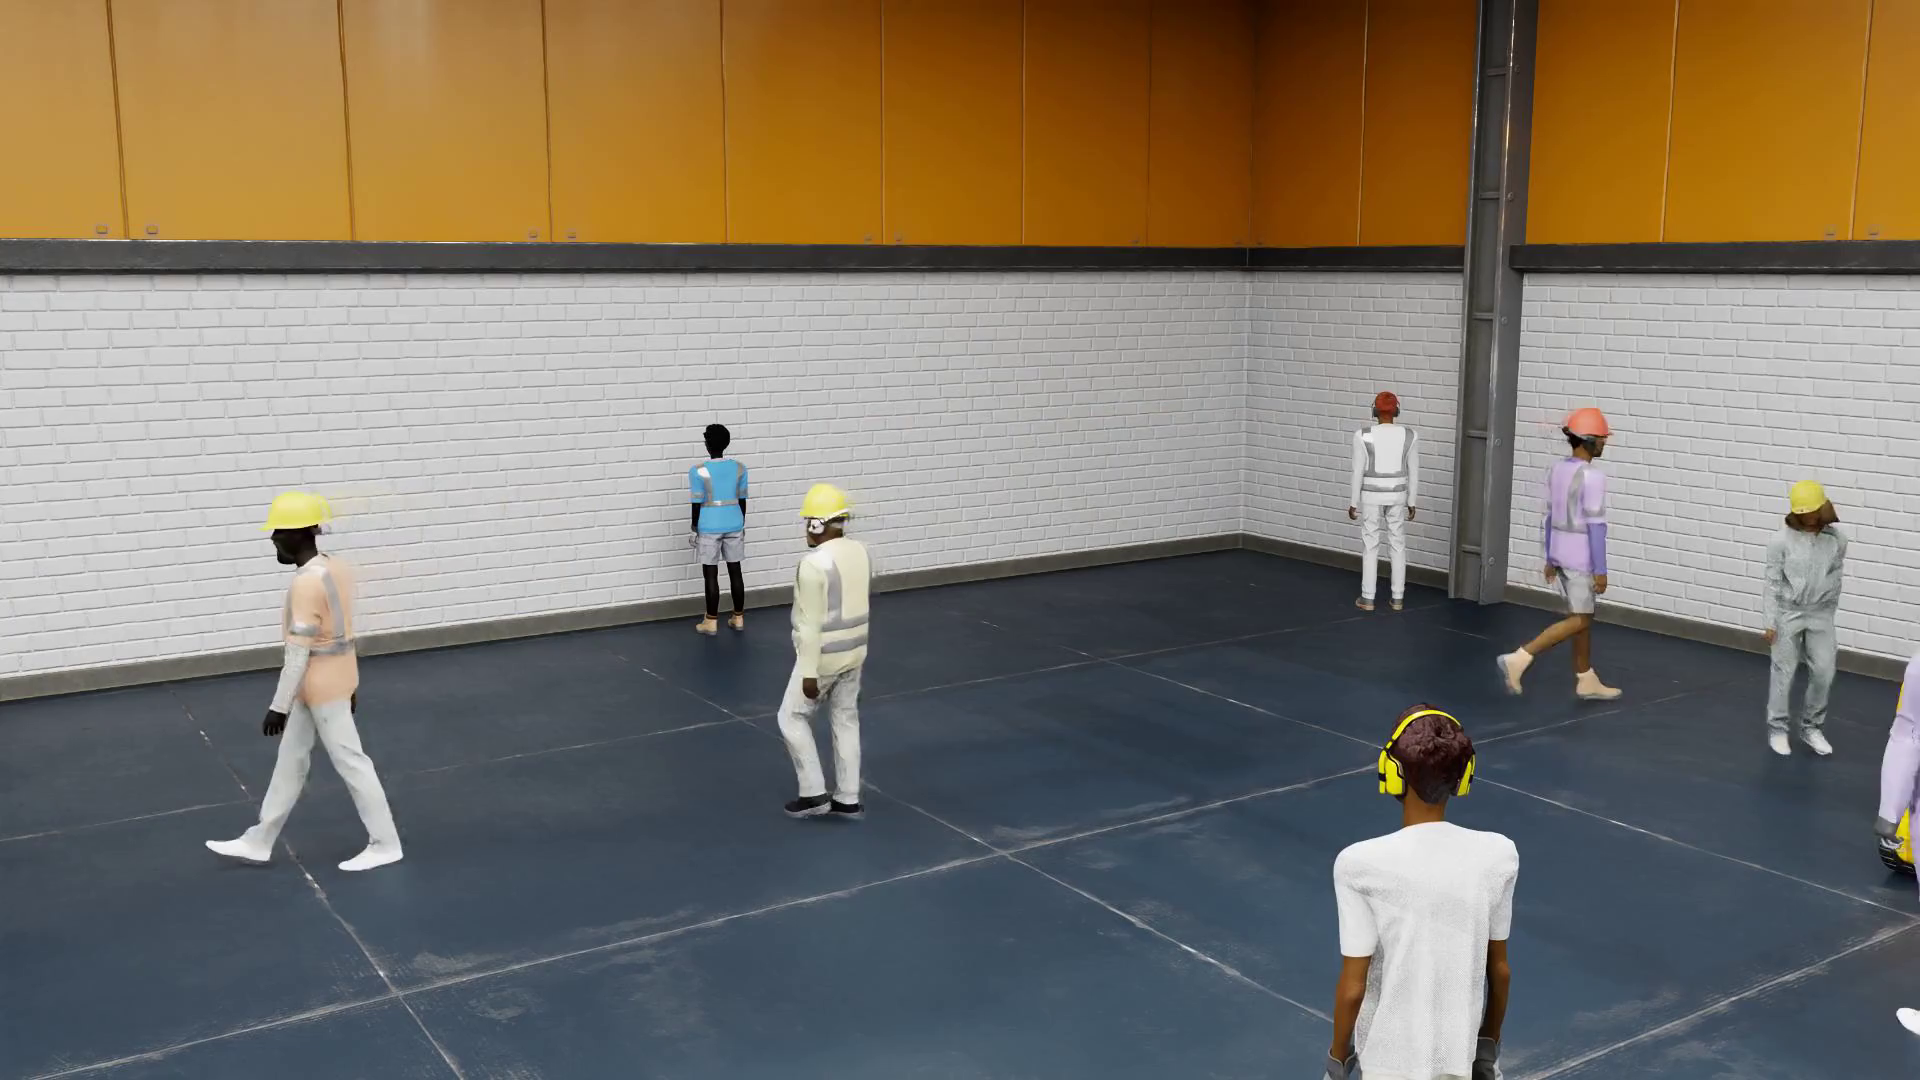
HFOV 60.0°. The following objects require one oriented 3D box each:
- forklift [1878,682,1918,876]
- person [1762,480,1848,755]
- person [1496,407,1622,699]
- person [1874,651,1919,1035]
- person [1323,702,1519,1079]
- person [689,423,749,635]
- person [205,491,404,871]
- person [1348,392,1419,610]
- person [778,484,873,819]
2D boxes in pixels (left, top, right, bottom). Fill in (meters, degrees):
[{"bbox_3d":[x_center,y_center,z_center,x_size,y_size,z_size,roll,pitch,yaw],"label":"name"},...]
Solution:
[{"bbox_3d":[5.511,0.571,7.906,2.313,2.155,1.214,-6,11,-33],"label":"forklift"},{"bbox_3d":[5.032,0.472,9.968,0.500,1.703,0.497,0,9,2],"label":"person"},{"bbox_3d":[4.085,0.113,11.202,0.852,2.024,0.616,0,9,-2],"label":"person"},{"bbox_3d":[3.784,0.988,6.289,0.677,1.890,0.435,-2,10,-10],"label":"person"},{"bbox_3d":[1.159,1.335,4.277,0.514,1.872,0.328,-2,10,-14],"label":"person"},{"bbox_3d":[-1.939,-0.087,13.369,0.537,1.696,0.318,-7,12,-38],"label":"person"},{"bbox_3d":[-3.198,0.710,8.012,0.969,1.881,0.594,-3,10,-18],"label":"person"},{"bbox_3d":[3.636,-0.333,14.285,0.585,1.882,0.337,0,9,-1],"label":"person"},{"bbox_3d":[-0.731,0.602,8.857,0.516,1.816,0.610,6,11,32],"label":"person"}]
